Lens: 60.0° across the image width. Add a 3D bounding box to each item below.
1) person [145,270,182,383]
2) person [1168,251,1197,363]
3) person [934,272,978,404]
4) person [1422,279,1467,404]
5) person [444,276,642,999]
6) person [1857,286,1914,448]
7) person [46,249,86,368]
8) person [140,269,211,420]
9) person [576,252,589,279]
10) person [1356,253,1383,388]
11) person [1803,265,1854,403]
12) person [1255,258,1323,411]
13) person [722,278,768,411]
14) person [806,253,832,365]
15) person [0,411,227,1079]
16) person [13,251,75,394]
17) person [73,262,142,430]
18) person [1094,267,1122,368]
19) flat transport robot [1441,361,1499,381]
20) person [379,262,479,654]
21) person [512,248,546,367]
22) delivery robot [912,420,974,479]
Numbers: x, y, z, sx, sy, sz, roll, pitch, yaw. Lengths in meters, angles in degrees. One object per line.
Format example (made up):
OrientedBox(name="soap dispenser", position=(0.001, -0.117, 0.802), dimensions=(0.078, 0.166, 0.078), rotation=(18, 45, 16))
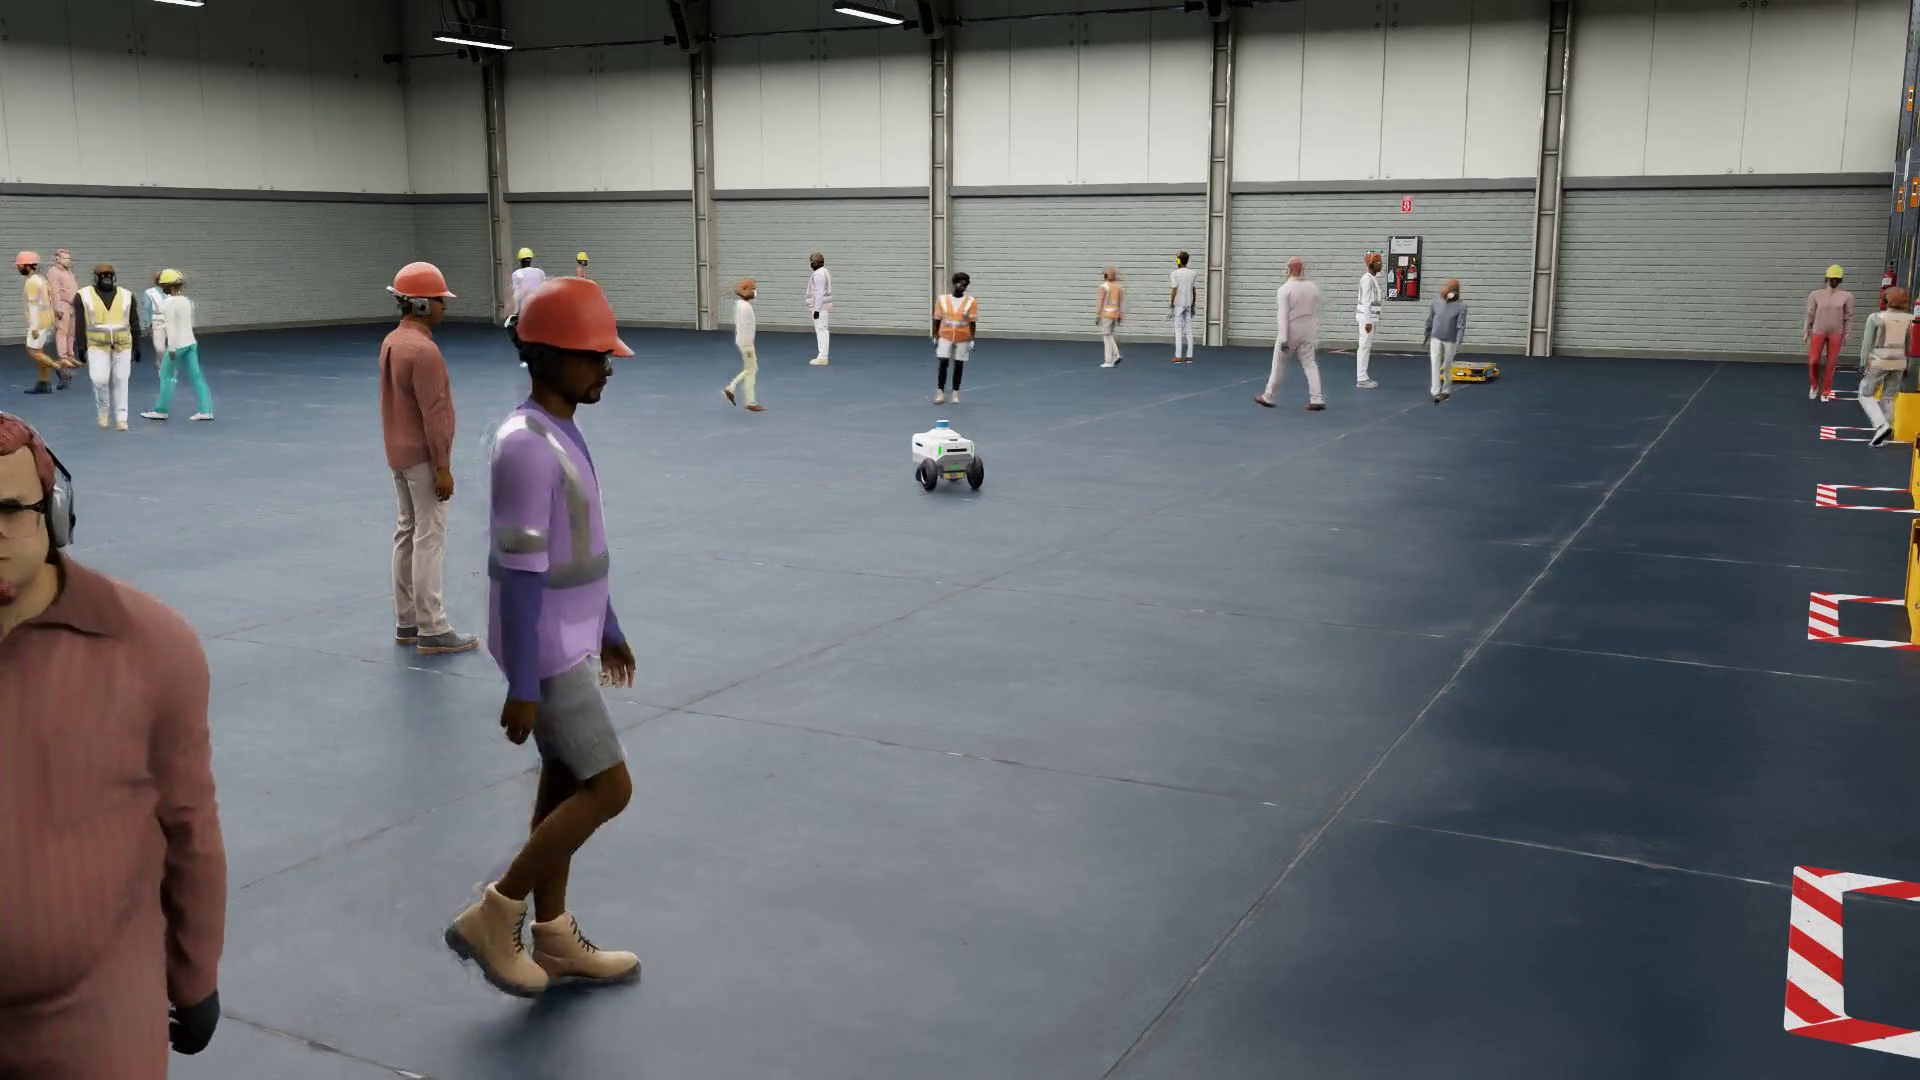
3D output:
OrientedBox(name="person", position=(-11.448, -3.072, 23.992), dimensions=(0.537, 1.623, 0.364), rotation=(-7, 13, -34))
OrientedBox(name="person", position=(3.721, -3.892, 27.836), dimensions=(0.533, 1.864, 0.310), rotation=(-5, 12, -25))
OrientedBox(name="person", position=(-0.052, -2.533, 20.941), dimensions=(0.556, 1.672, 0.448), rotation=(1, 10, 4))
OrientedBox(name="person", position=(6.130, -2.517, 21.109), dimensions=(0.553, 1.571, 0.850), rotation=(5, 11, 23))
OrientedBox(name="person", position=(-1.114, 0.292, 4.612), dimensions=(0.482, 2.022, 0.602), rotation=(-2, 11, -11))
OrientedBox(name="person", position=(9.244, -1.715, 16.604), dimensions=(0.525, 1.625, 0.398), rotation=(0, 10, -1))
OrientedBox(name="person", position=(-14.440, -3.734, 26.879), dimensions=(0.404, 1.903, 0.636), rotation=(-1, 10, -6))
OrientedBox(name="person", position=(-9.056, -2.224, 19.103), dimensions=(0.832, 1.731, 0.551), rotation=(1, 10, 6))
OrientedBox(name="person", position=(-8.033, -5.235, 35.429), dimensions=(0.328, 1.767, 0.532), rotation=(-1, 10, -7))
OrientedBox(name="person", position=(5.757, -3.086, 23.393), dimensions=(0.359, 1.883, 0.573), rotation=(4, 11, 19))
OrientedBox(name="person", position=(11.079, -2.628, 21.223), dimensions=(0.552, 1.750, 0.365), rotation=(5, 11, 23))
OrientedBox(name="person", position=(4.087, -2.516, 20.382), dimensions=(0.641, 1.852, 1.043), rotation=(-6, 12, -28))
OrientedBox(name="person", position=(-2.599, -2.359, 20.118), dimensions=(0.464, 1.620, 0.524), rotation=(-2, 11, -11))
OrientedBox(name="person", position=(-2.333, -3.817, 27.499), dimensions=(0.430, 1.841, 0.624), rotation=(1, 10, 5))
OrientedBox(name="person", position=(-1.544, 0.707, 2.736), dimensions=(0.642, 1.878, 0.845), rotation=(-4, 11, -23))
OrientedBox(name="person", position=(-12.305, -2.900, 22.281), dimensions=(0.568, 1.925, 0.554), rotation=(-3, 11, -17))
OrientedBox(name="person", position=(-9.280, -2.103, 18.165), dimensions=(0.651, 1.832, 0.447), rotation=(-7, 13, -35))
OrientedBox(name="person", position=(2.385, -3.591, 26.856), dimensions=(0.370, 1.626, 0.516), rotation=(9, 14, 41))
OrientedBox(name="flat transport robot", position=(7.513, -2.500, 24.596), dimensions=(0.652, 0.197, 1.431), rotation=(5, 12, 27))
OrientedBox(name="person", position=(-2.749, -0.420, 8.548), dimensions=(0.396, 1.992, 0.623), rotation=(-8, 13, -37))
OrientedBox(name="person", position=(-6.974, -3.759, 26.943), dimensions=(0.592, 1.925, 0.386), rotation=(-10, 14, -42))
OrientedBox(name="delivery robot", position=(-0.151, -0.776, 14.160), dimensions=(0.477, 0.478, 0.707), rotation=(-4, 11, -21))
